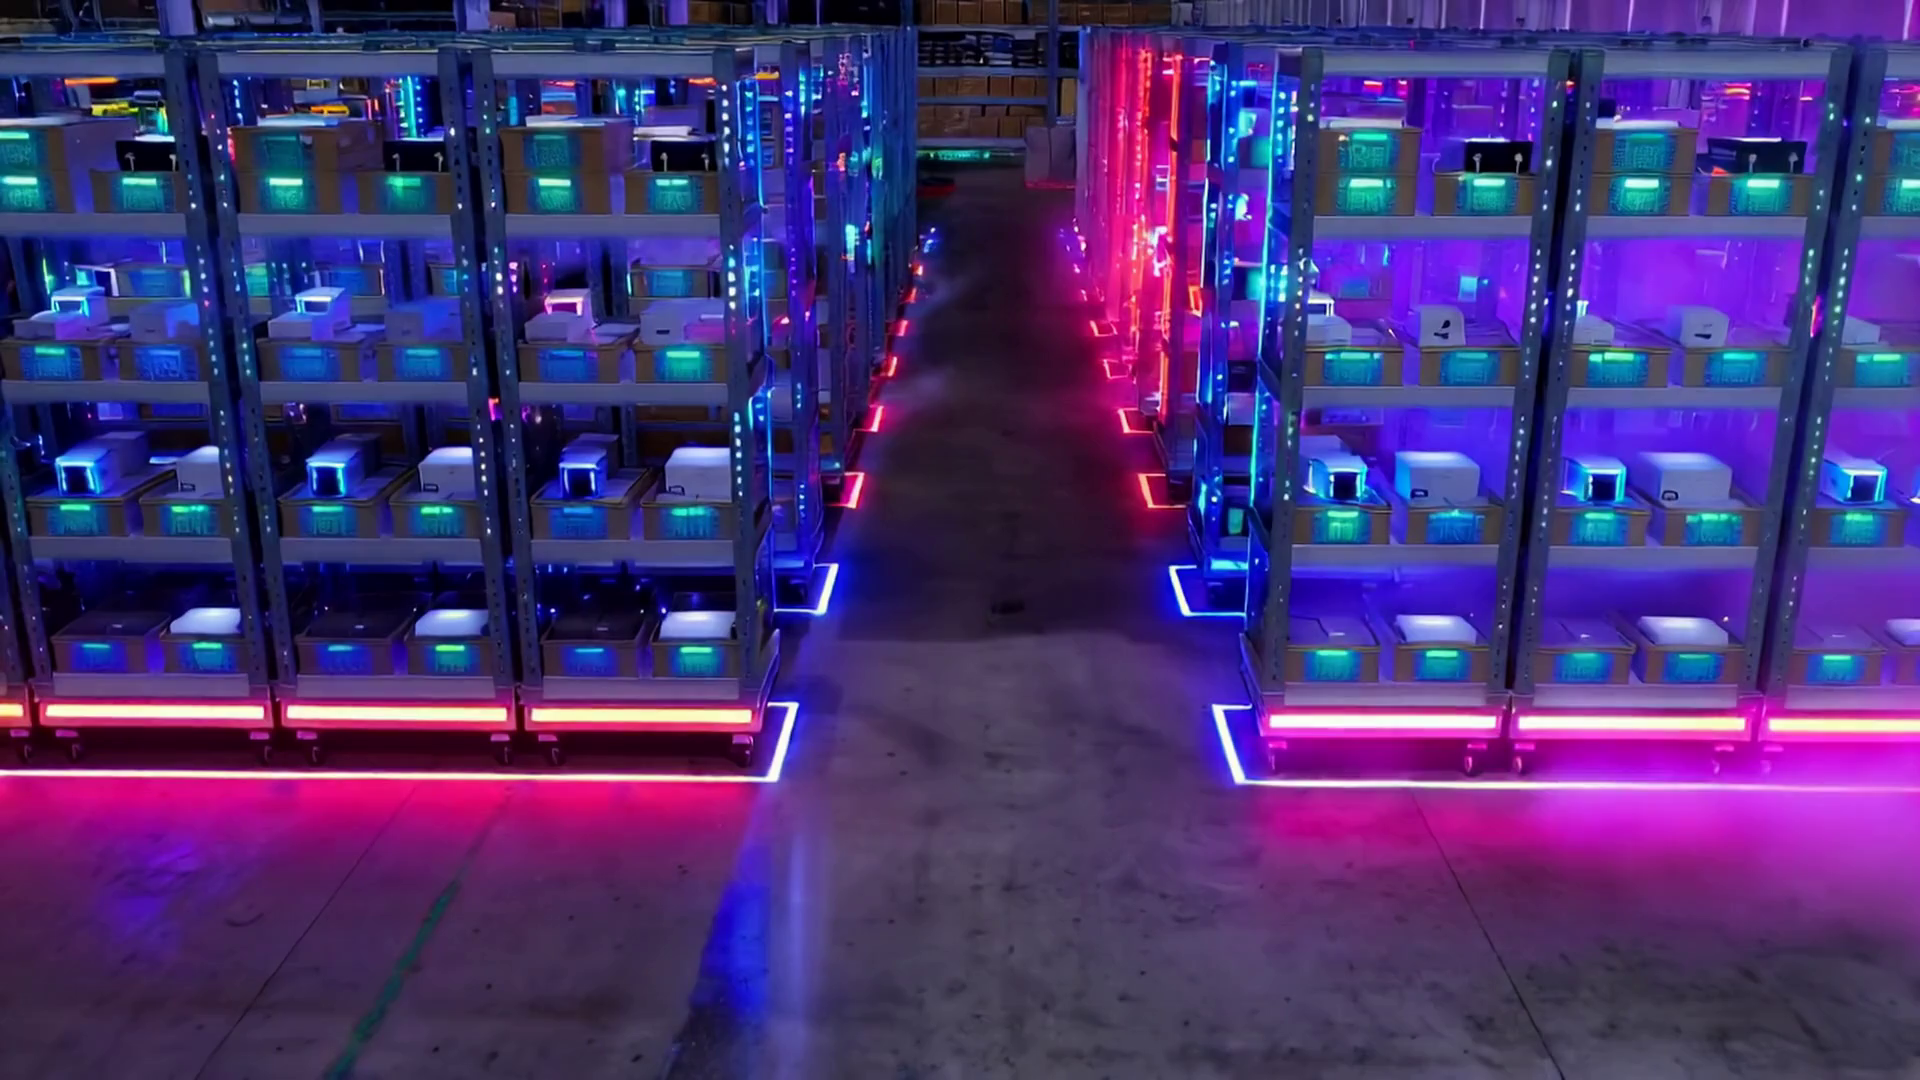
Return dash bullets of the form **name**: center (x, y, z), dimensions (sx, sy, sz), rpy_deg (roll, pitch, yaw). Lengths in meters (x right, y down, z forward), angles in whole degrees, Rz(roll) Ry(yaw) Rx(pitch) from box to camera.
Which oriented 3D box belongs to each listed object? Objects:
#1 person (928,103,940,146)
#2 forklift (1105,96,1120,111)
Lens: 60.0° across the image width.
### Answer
- **person**: center (-0.548, -12.825, 50.208), dimensions (1.012, 1.853, 0.644), rpy_deg (-3, 18, -8)
- **forklift**: center (3.922, -11.233, 43.439), dimensions (1.873, 2.768, 1.129), rpy_deg (0, 17, 1)
